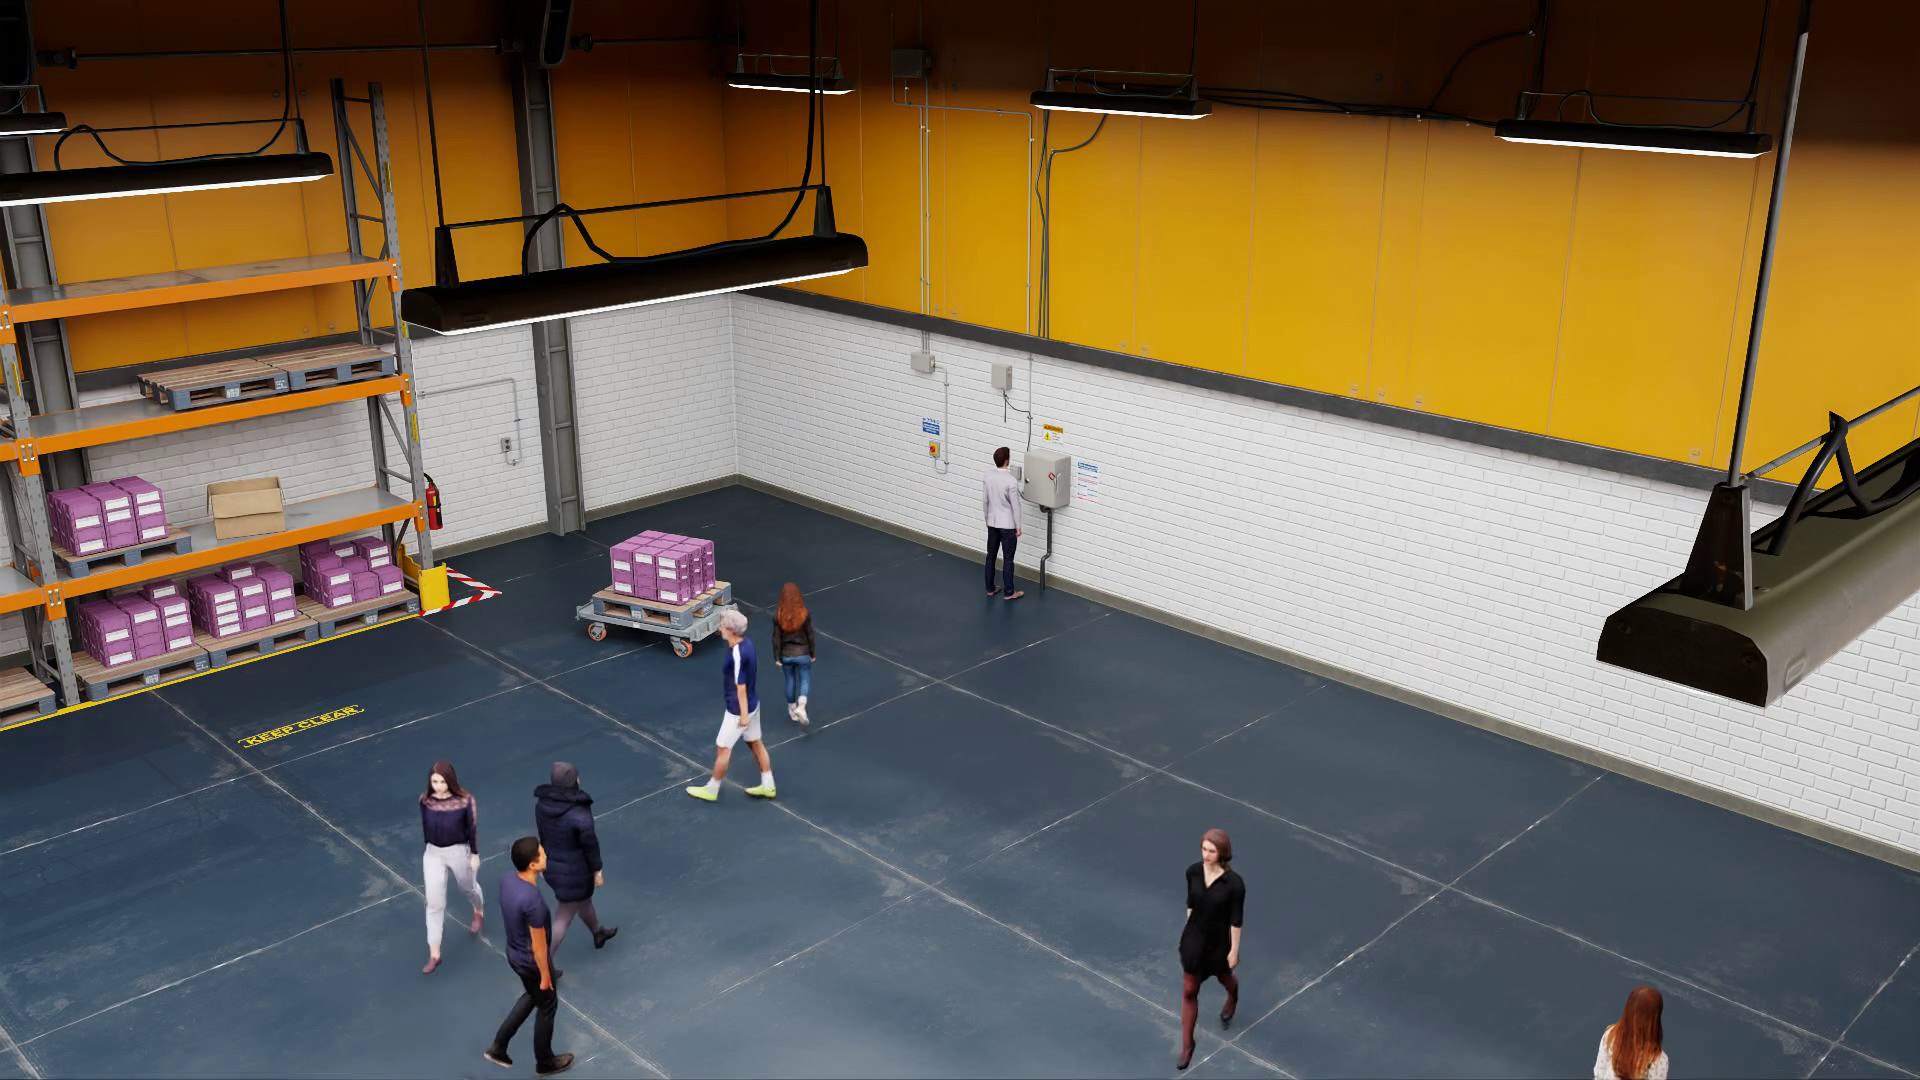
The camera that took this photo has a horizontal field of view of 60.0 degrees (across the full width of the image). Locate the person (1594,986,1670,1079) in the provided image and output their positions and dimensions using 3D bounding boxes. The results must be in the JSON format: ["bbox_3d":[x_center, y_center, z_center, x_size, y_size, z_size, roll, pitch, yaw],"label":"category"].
[{"bbox_3d":[3.805,3.309,9.499,0.549,1.728,0.615,-13,22,-33],"label":"person"}]

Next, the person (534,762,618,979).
[{"bbox_3d":[-2.923,2.456,12.185,0.827,1.629,1.170,12,22,33],"label":"person"}]

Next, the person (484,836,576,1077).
[{"bbox_3d":[-2.915,2.787,10.970,0.825,1.777,0.678,-15,24,-37],"label":"person"}]

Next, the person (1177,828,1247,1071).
[{"bbox_3d":[1.760,2.719,11.346,0.741,1.666,1.101,12,22,32],"label":"person"}]

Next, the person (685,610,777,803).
[{"bbox_3d":[-1.855,1.494,14.769,1.118,1.803,1.070,0,19,1],"label":"person"}]

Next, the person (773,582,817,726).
[{"bbox_3d":[-1.620,1.137,16.344,0.832,1.474,0.883,-1,19,-3],"label":"person"}]

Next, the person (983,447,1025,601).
[{"bbox_3d":[0.493,-0.210,19.752,0.701,1.853,0.612,14,23,35],"label":"person"}]

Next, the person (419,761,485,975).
[{"bbox_3d":[-3.800,2.375,12.528,1.041,1.563,1.152,2,19,6],"label":"person"}]
